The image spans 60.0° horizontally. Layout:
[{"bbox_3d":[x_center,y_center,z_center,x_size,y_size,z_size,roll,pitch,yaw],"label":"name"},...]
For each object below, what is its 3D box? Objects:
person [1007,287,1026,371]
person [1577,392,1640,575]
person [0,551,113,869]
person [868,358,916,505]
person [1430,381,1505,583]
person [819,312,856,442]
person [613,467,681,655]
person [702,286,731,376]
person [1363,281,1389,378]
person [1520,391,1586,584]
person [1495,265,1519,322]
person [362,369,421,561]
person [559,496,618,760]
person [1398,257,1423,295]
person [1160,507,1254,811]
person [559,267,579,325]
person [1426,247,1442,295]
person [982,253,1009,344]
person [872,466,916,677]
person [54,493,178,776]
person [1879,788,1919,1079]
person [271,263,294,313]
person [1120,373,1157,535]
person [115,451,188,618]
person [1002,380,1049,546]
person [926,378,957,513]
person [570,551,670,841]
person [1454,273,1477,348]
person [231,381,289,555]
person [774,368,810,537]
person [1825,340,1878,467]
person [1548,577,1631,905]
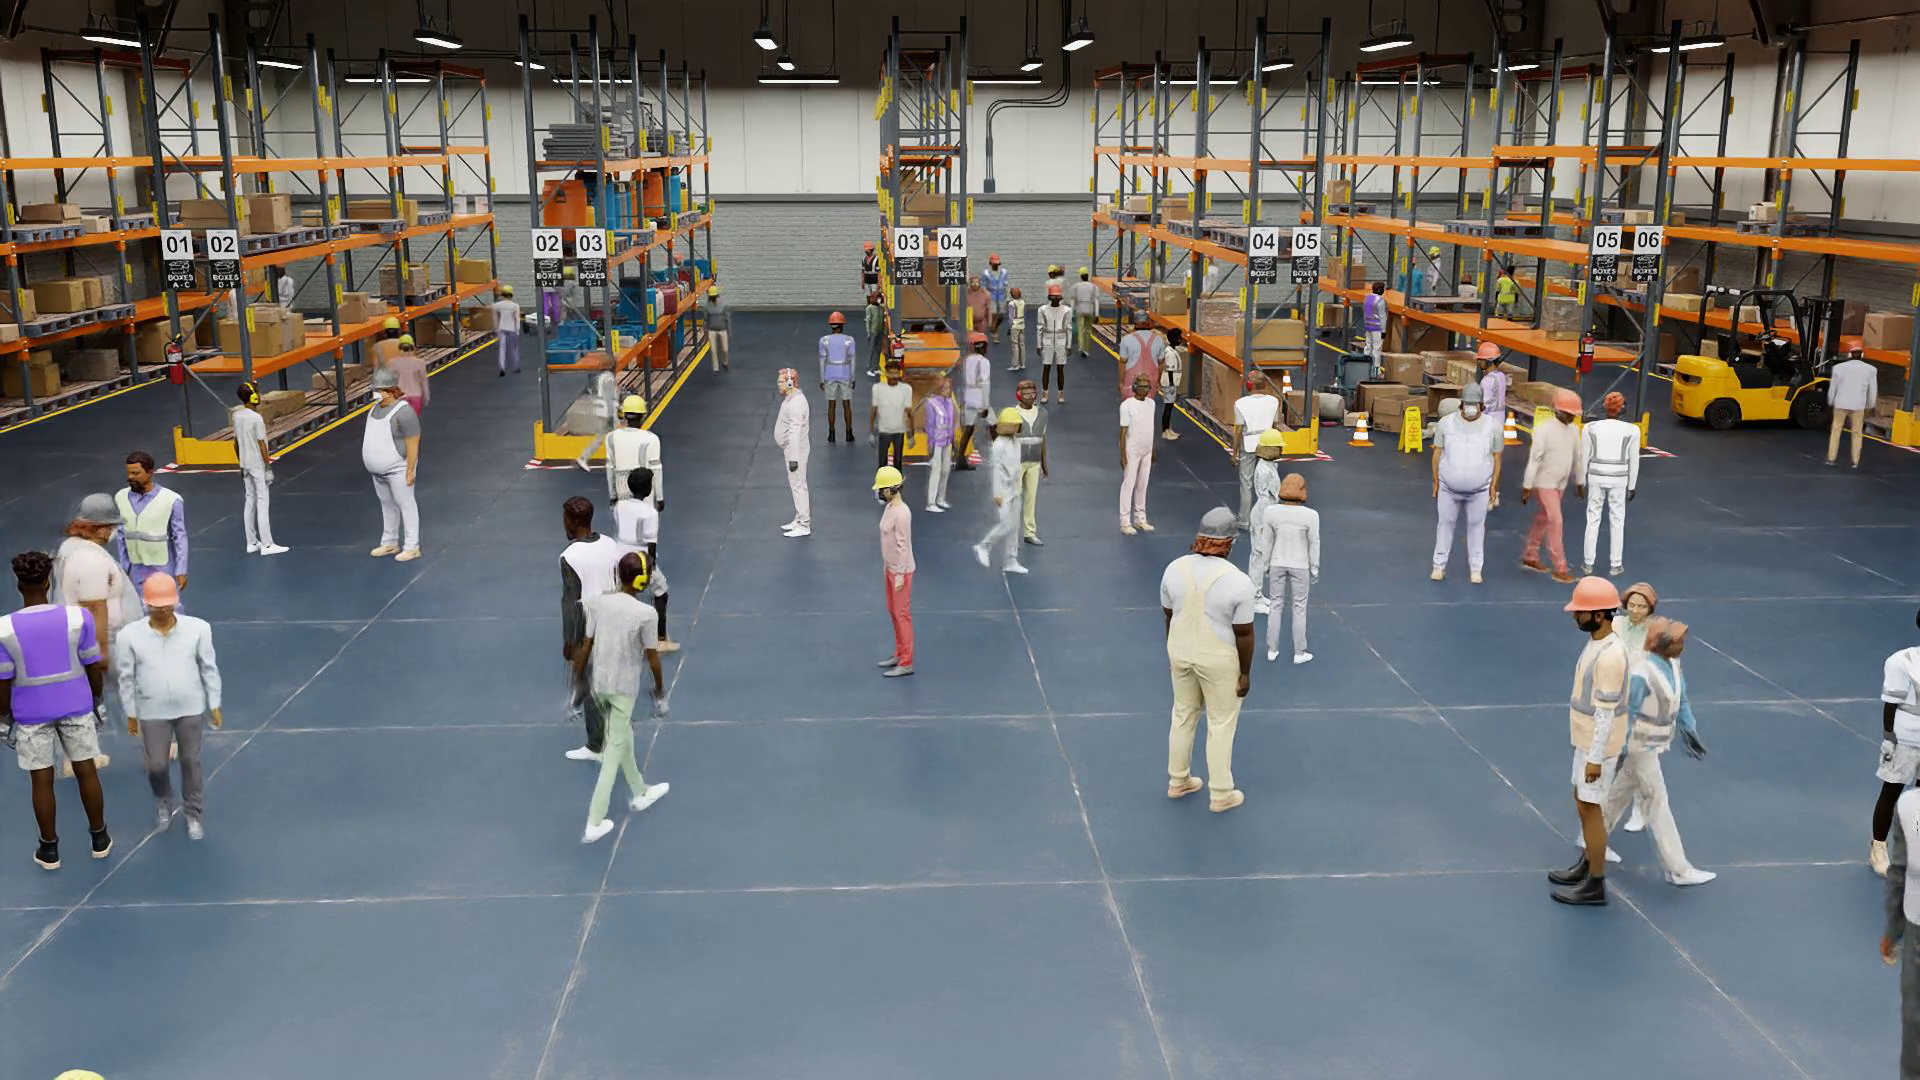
[{"bbox_3d":[1.108,-4.147,32.699,0.310,1.636,0.523,10,17,38],"label":"person"},{"bbox_3d":[6.637,-0.578,17.055,0.574,1.883,0.361,6,15,25],"label":"person"},{"bbox_3d":[-5.509,1.024,10.089,0.601,1.967,0.367,-9,16,-34],"label":"person"},{"bbox_3d":[-0.825,-1.301,20.203,0.572,1.841,0.439,-1,13,-5],"label":"person"},{"bbox_3d":[5.081,-0.579,16.719,0.684,2.000,0.538,4,14,18],"label":"person"},{"bbox_3d":[-1.819,-2.422,24.762,0.543,1.932,0.376,0,13,-2],"label":"person"},{"bbox_3d":[-2.688,0.197,14.214,0.550,1.664,0.690,9,16,34],"label":"person"},{"bbox_3d":[-4.669,-4.028,31.967,0.549,1.737,0.575,-1,13,-4],"label":"person"},{"bbox_3d":[7.919,-4.000,31.635,0.429,1.846,0.626,-5,14,-19],"label":"person"},{"bbox_3d":[6.056,-0.546,16.784,0.721,1.932,0.937,-9,16,-33],"label":"person"},{"bbox_3d":[12.507,-5.441,38.054,0.540,1.695,0.317,10,17,37],"label":"person"},{"bbox_3d":[-6.049,-0.795,17.634,0.675,2.000,0.537,9,16,34],"label":"person"},{"bbox_3d":[-2.629,0.626,11.908,0.397,1.910,0.587,5,14,20],"label":"person"},{"bbox_3d":[10.822,-5.913,39.961,0.566,1.741,0.370,3,14,14],"label":"person"},{"bbox_3d":[1.680,0.763,11.033,0.683,2.000,0.535,11,17,38],"label":"person"},{"bbox_3d":[-8.774,-5.267,37.312,0.499,1.697,0.893,3,14,13],"label":"person"},{"bbox_3d":[12.203,-6.634,42.837,0.404,1.825,0.590,2,13,9],"label":"person"},{"bbox_3d":[0.791,-5.410,37.202,0.638,2.030,0.578,-4,14,-17],"label":"person"},{"bbox_3d":[-0.551,0.252,13.823,0.340,1.752,0.528,-4,14,-16],"label":"person"},{"bbox_3d":[-5.918,0.619,11.646,0.700,2.000,0.934,12,18,42],"label":"person"},{"bbox_3d":[4.380,1.718,7.310,0.589,1.897,0.609,13,18,43],"label":"person"},{"bbox_3d":[-14.877,-5.142,36.474,0.722,1.851,0.386,5,14,22],"label":"person"},{"bbox_3d":[2.021,-0.980,18.841,0.518,1.842,0.329,-10,17,-37],"label":"person"},{"bbox_3d":[-6.599,0.213,13.624,0.587,1.920,0.394,2,13,9],"label":"person"},{"bbox_3d":[0.701,-0.837,18.228,0.563,1.848,0.390,-7,15,-27],"label":"person"},{"bbox_3d":[-0.246,-1.141,20.064,0.435,1.600,0.561,8,16,31],"label":"person"},{"bbox_3d":[-2.158,0.961,10.689,0.579,1.799,0.925,7,15,26],"label":"person"},{"bbox_3d":[11.064,-5.025,36.446,0.501,1.627,0.271,6,15,25],"label":"person"},{"bbox_3d":[-7.576,-0.775,17.909,0.518,1.877,0.327,8,16,31],"label":"person"},{"bbox_3d":[-1.896,-0.993,18.794,0.395,1.899,0.641,-2,13,-7],"label":"person"},{"bbox_3d":[12.248,-1.869,22.827,0.631,1.739,0.370,7,15,27],"label":"person"},{"bbox_3d":[3.647,1.154,9.644,0.391,1.922,0.549,3,14,12],"label":"person"}]
